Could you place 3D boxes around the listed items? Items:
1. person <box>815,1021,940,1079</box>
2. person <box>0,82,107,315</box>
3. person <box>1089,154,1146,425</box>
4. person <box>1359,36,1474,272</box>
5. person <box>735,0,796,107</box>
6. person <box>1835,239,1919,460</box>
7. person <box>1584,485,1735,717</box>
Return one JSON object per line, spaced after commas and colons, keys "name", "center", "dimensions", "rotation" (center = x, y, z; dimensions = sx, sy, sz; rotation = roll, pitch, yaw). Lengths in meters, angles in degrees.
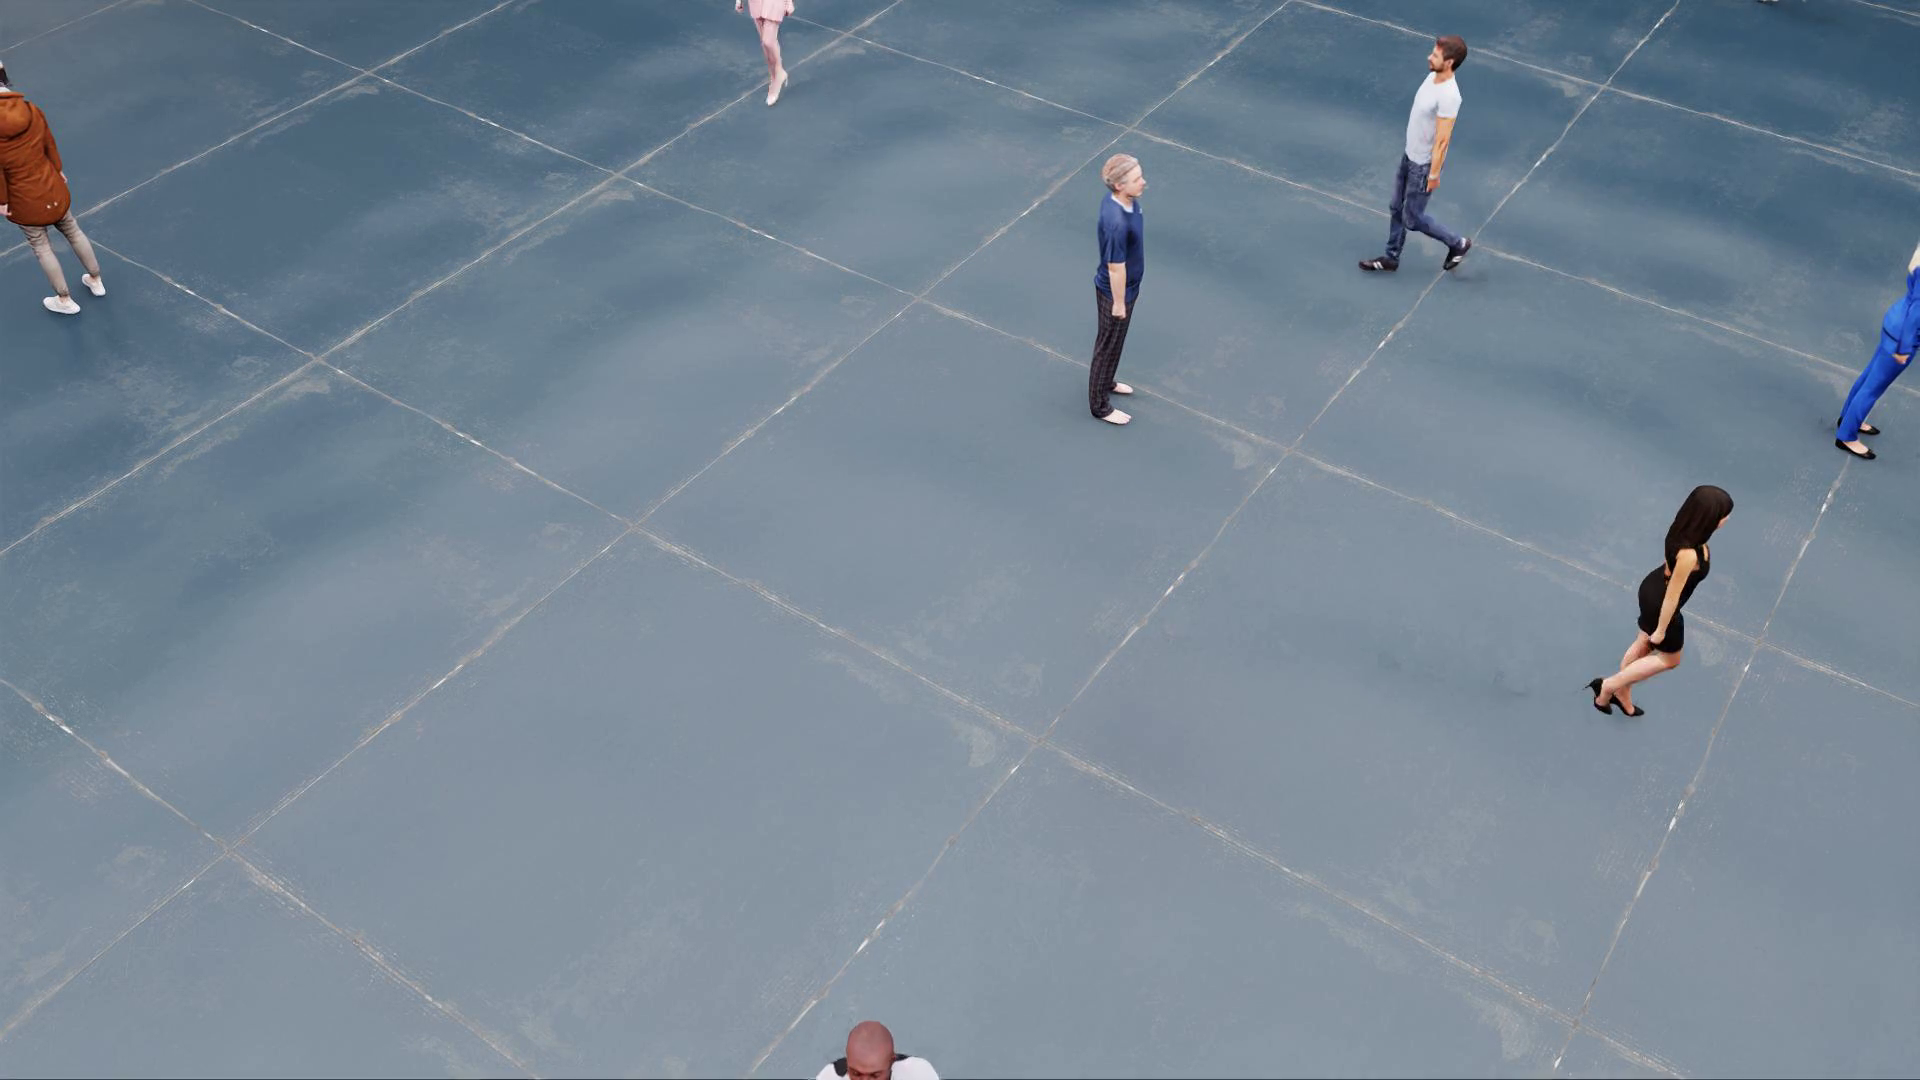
{"name": "person", "center": [-0.300, 2.306, 6.421], "dimensions": [0.951, 1.810, 0.980], "rotation": [1, 43, 2]}
{"name": "person", "center": [-6.381, -2.411, 11.452], "dimensions": [0.713, 1.839, 0.716], "rotation": [22, 47, 22]}
{"name": "person", "center": [0.995, -1.610, 10.570], "dimensions": [0.706, 1.872, 0.736], "rotation": [7, 43, 7]}
{"name": "person", "center": [3.347, -2.668, 11.719], "dimensions": [1.095, 1.850, 0.960], "rotation": [1, 43, 1]}
{"name": "person", "center": [-1.548, -4.523, 13.754], "dimensions": [0.633, 1.784, 0.737], "rotation": [20, 47, 20]}
{"name": "person", "center": [5.856, -1.291, 10.354], "dimensions": [0.566, 1.700, 0.633], "rotation": [21, 47, 21]}
{"name": "person", "center": [3.568, 0.331, 8.660], "dimensions": [0.709, 1.642, 0.658], "rotation": [10, 44, 11]}
